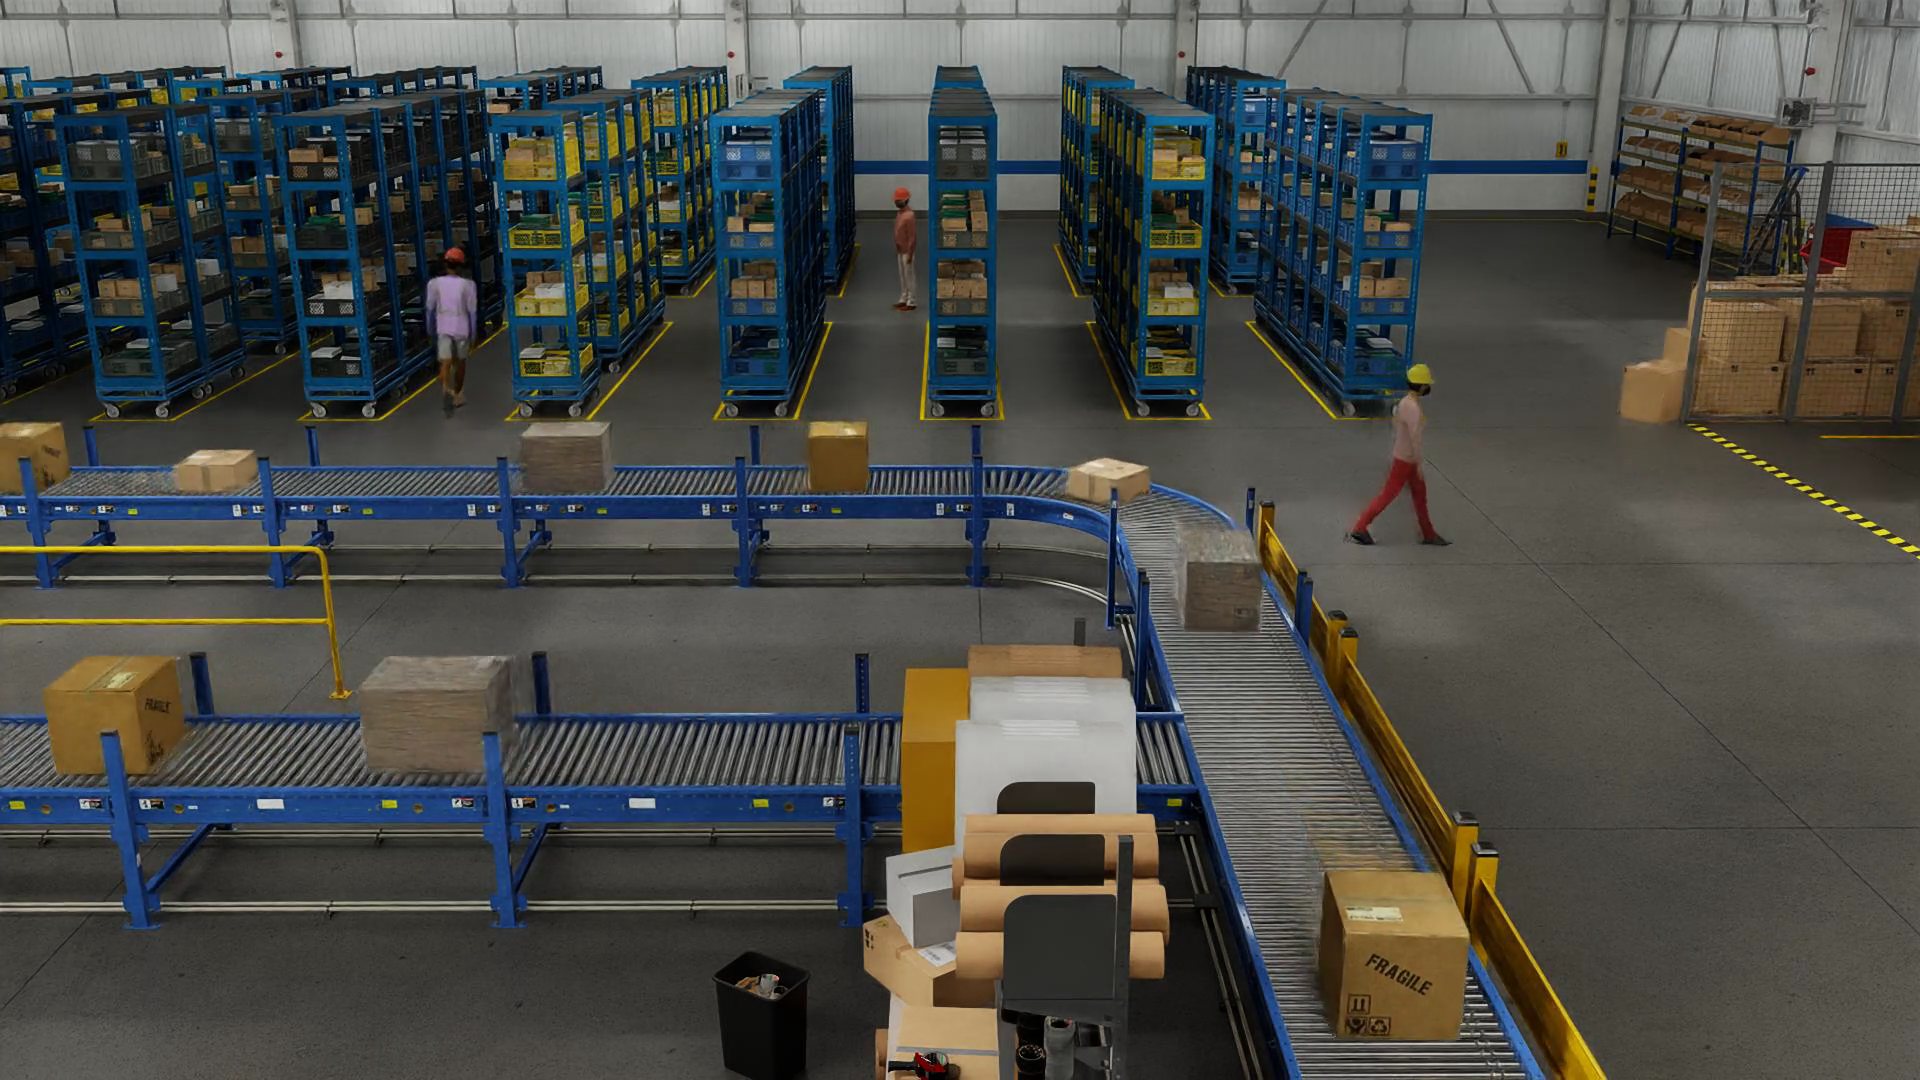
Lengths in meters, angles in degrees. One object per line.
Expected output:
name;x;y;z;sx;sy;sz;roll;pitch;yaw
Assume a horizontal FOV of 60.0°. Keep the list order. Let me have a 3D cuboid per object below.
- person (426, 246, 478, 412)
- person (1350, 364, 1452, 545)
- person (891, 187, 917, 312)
person;-6.179;-2.538;20.230;0.643;2.003;0.801;-1;18;-3
person;4.068;-0.758;15.207;0.926;1.729;0.532;3;18;9
person;-0.896;-4.677;26.827;0.392;1.991;0.613;-6;19;-19
